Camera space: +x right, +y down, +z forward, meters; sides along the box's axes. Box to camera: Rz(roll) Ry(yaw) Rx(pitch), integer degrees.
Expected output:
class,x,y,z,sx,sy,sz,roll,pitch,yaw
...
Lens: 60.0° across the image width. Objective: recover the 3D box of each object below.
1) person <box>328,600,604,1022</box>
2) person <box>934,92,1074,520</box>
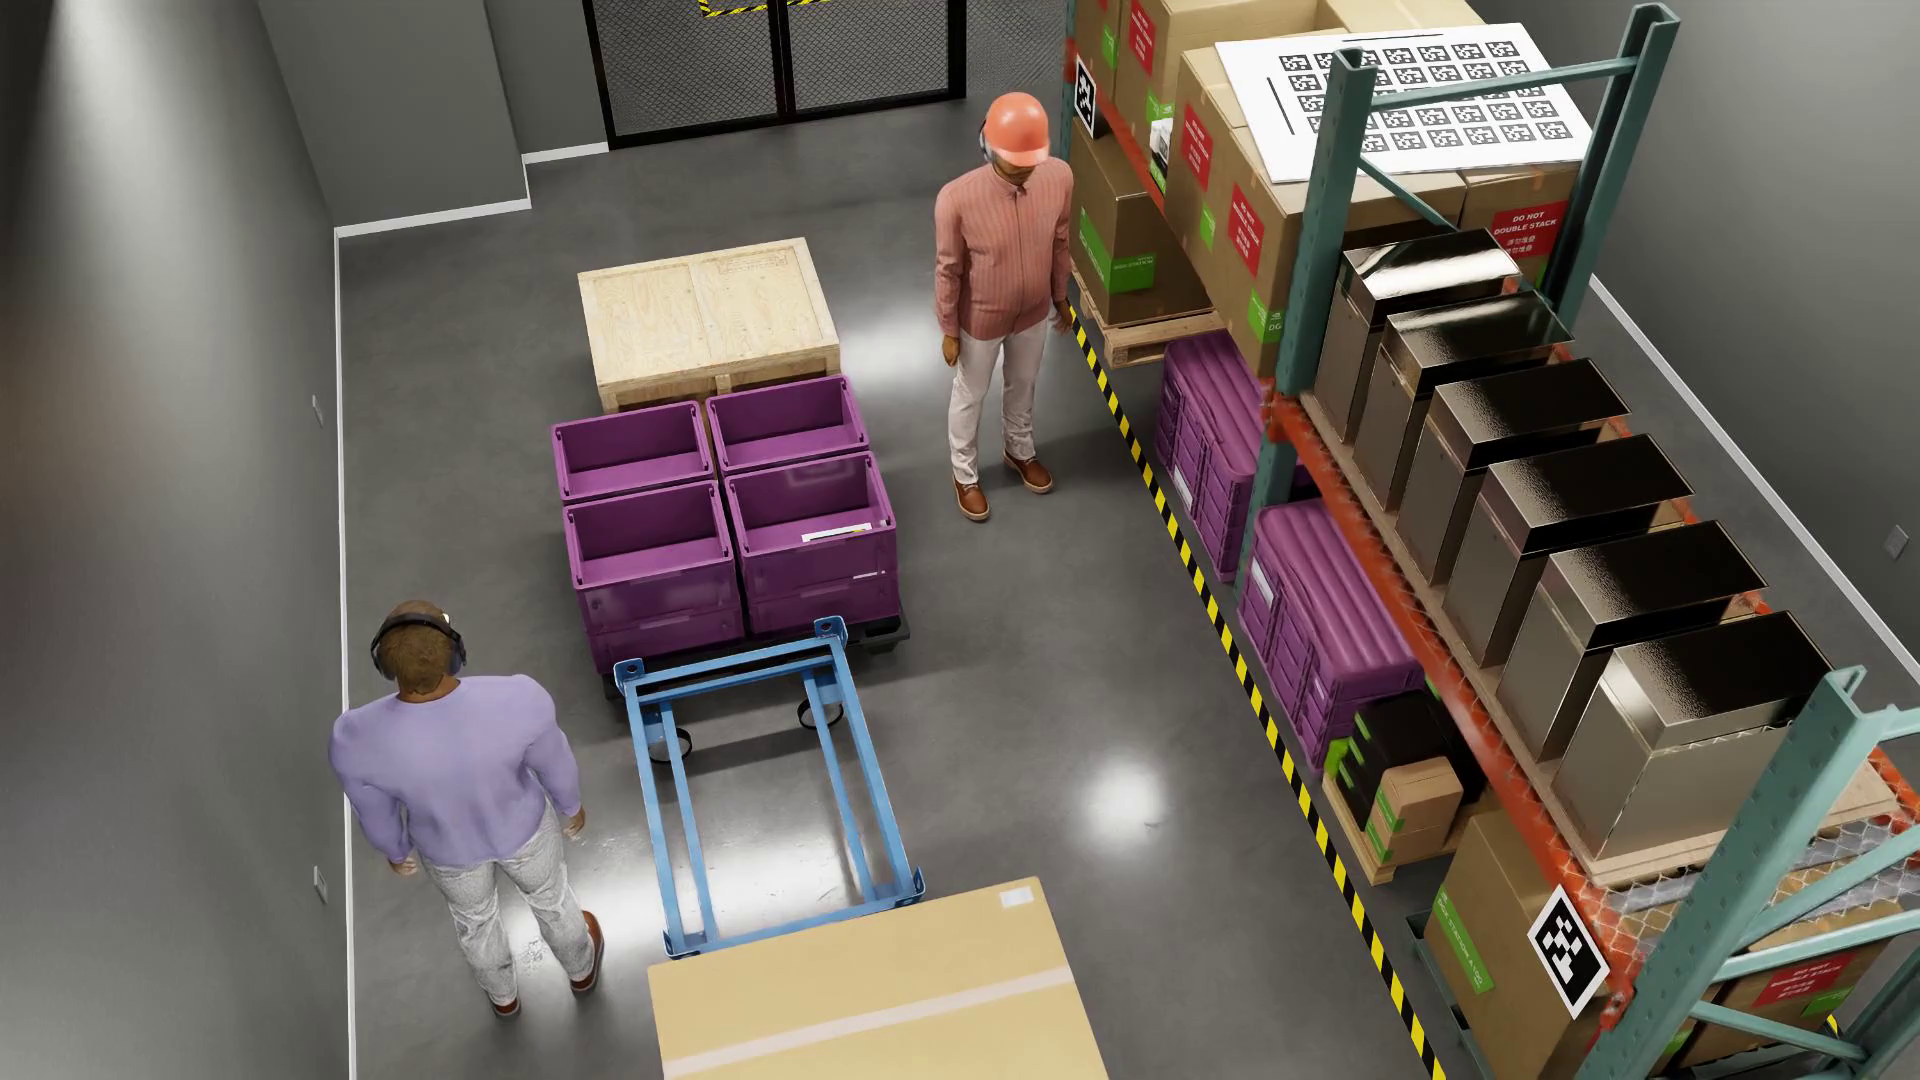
class,x,y,z,sx,sy,sz,roll,pitch,yaw
person,-1.461,0.867,5.090,0.637,1.938,0.357,-13,49,-12
person,0.187,-0.924,6.698,0.611,1.993,0.384,-22,51,-19
